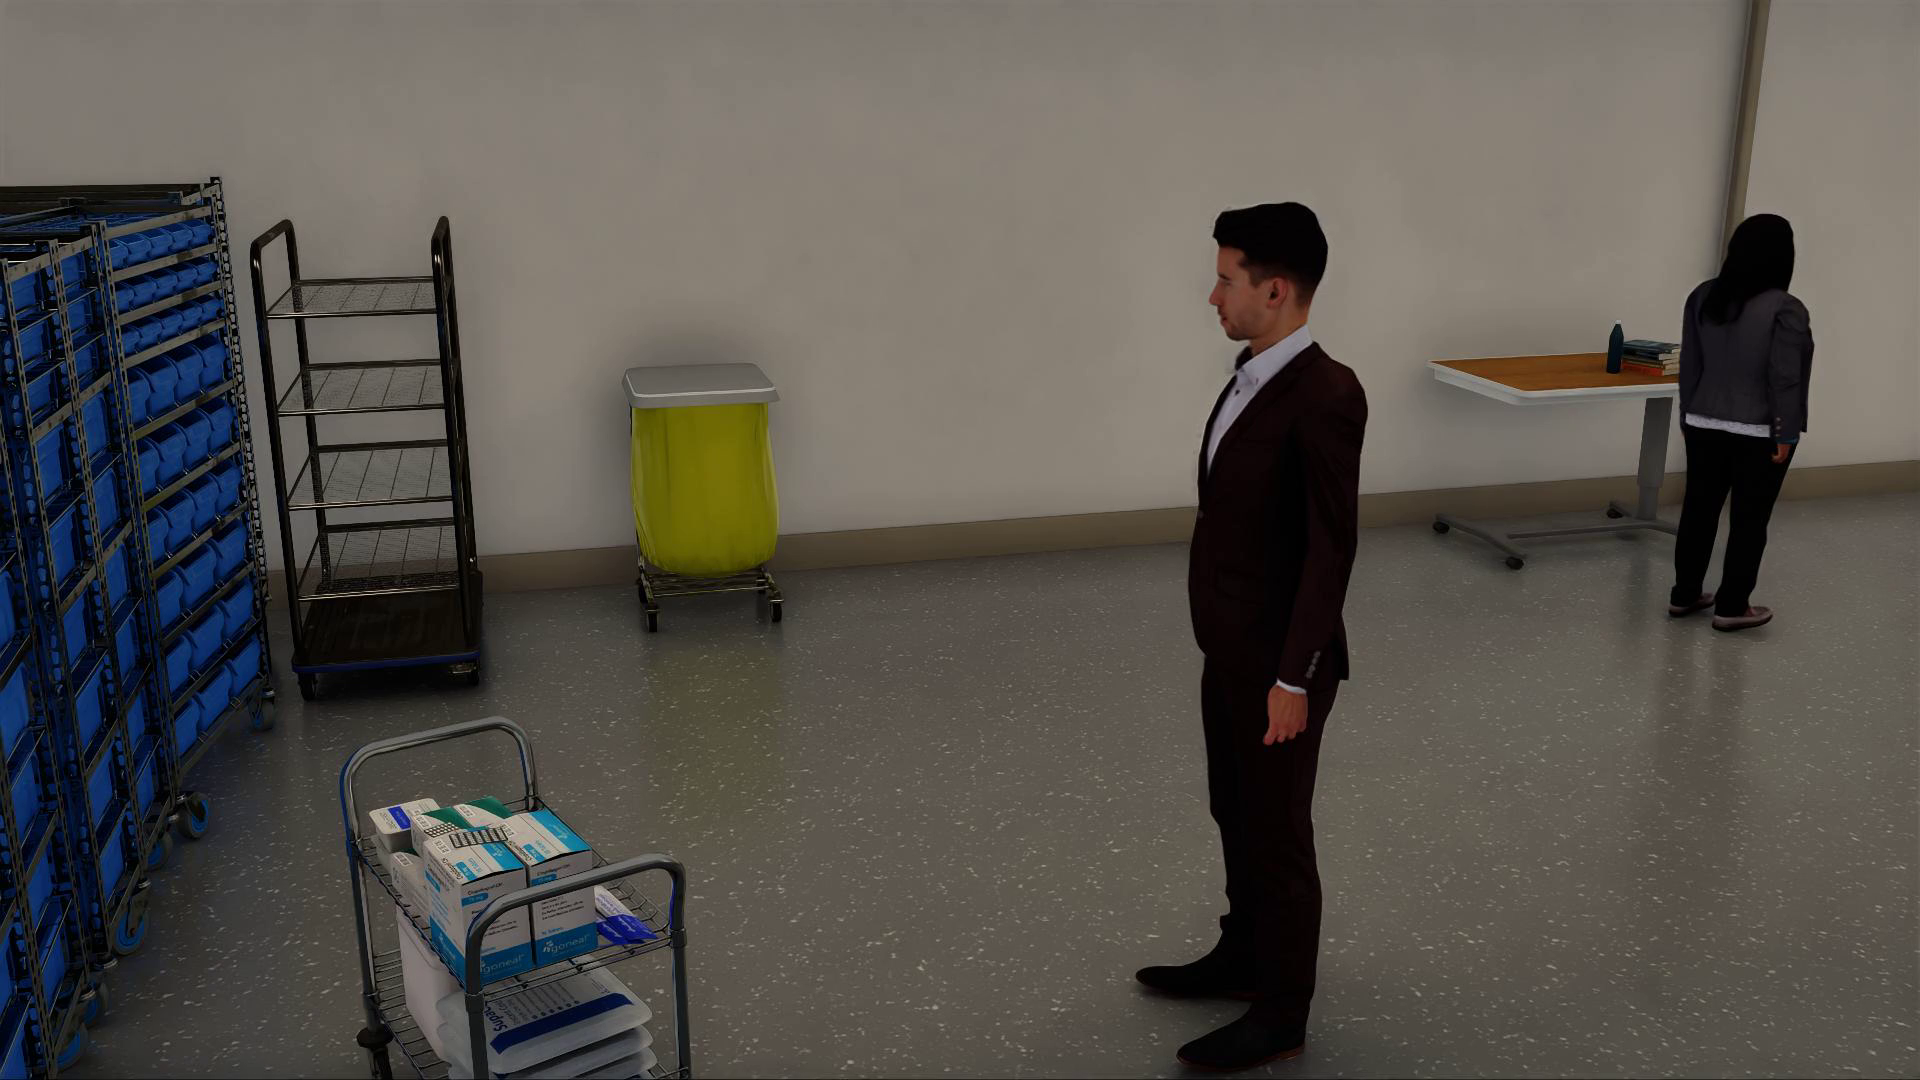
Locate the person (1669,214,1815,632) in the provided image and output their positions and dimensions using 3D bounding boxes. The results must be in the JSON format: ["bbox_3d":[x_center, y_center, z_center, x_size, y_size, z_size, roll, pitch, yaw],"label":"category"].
[{"bbox_3d":[2.999,-0.447,6.411,0.736,1.599,0.735,-9,18,-28],"label":"person"}]

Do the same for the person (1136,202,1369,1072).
[{"bbox_3d":[0.662,0.214,3.577,0.630,1.864,0.706,-2,16,-7],"label":"person"}]
